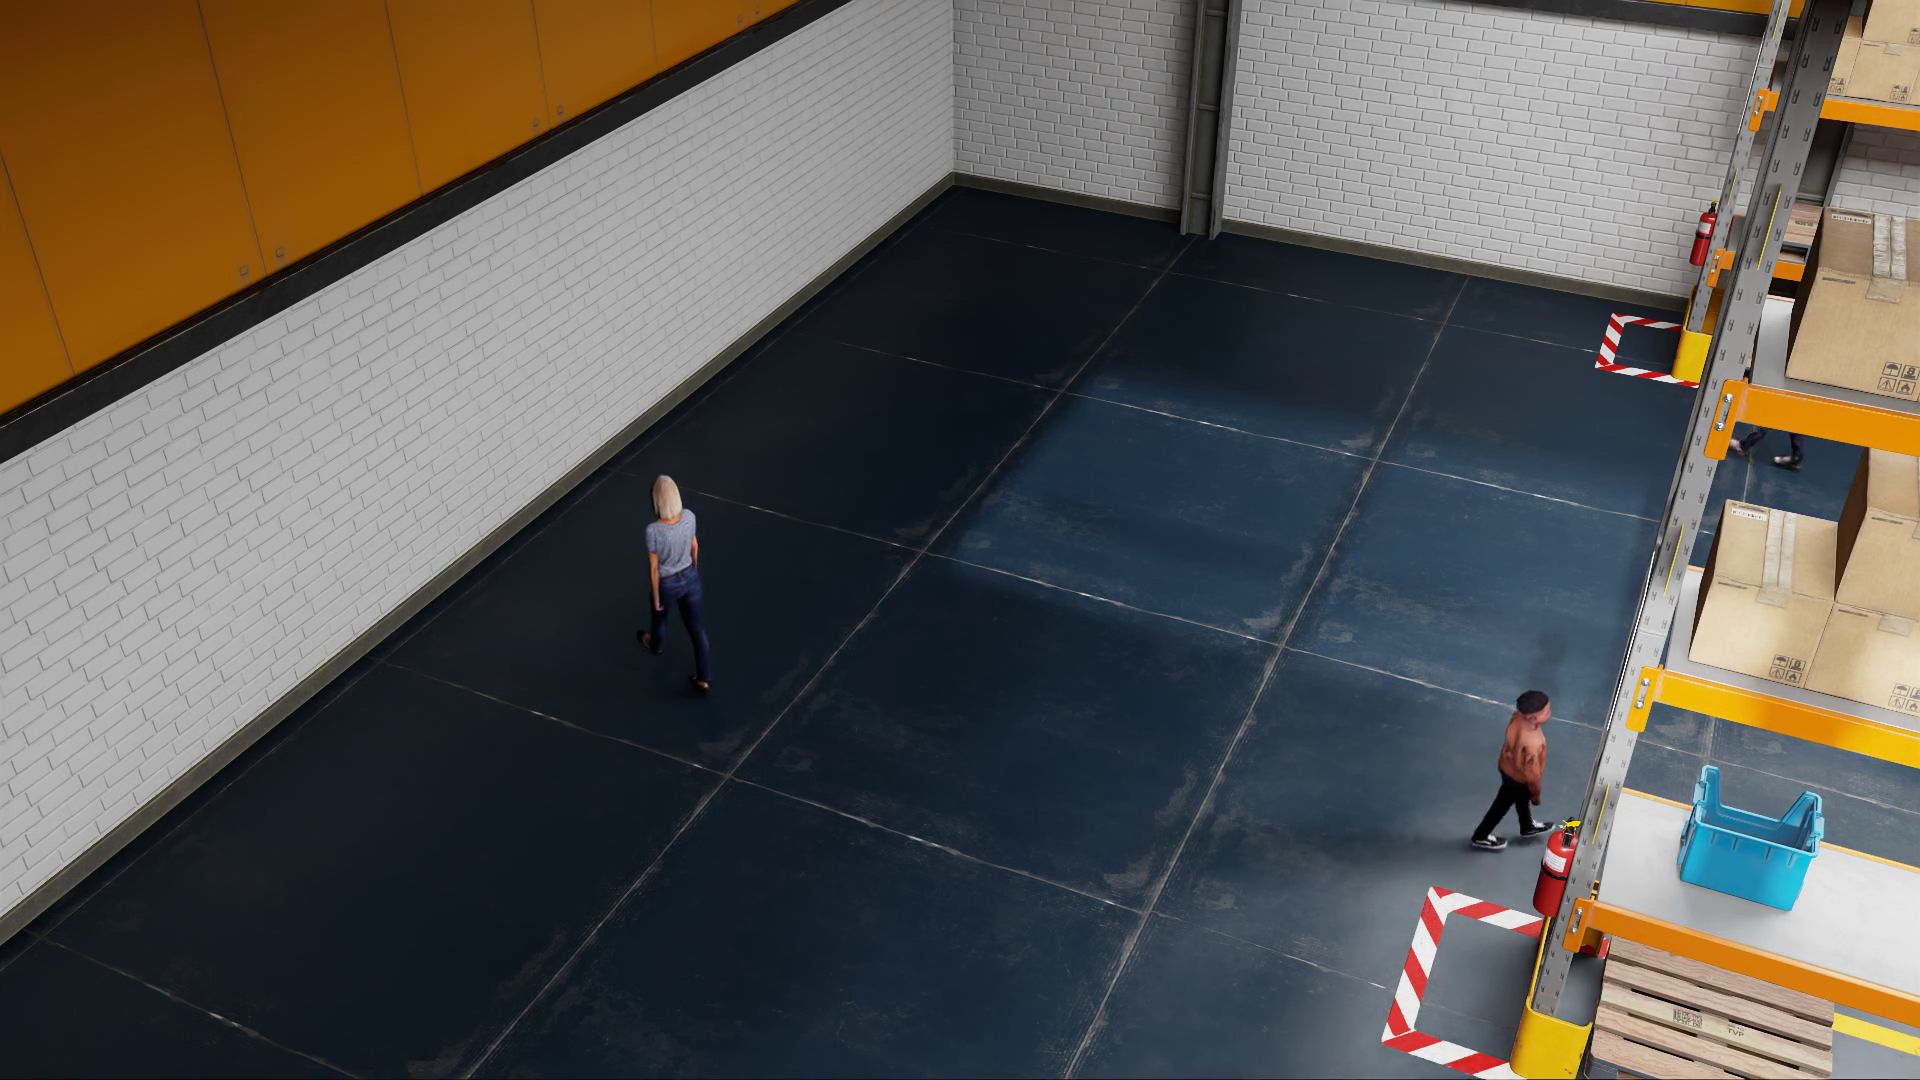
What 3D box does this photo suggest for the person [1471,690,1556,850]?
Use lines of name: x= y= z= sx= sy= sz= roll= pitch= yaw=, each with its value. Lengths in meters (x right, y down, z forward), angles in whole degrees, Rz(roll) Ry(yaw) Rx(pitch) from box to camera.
person: x=3.403 y=1.447 z=10.370 sx=0.863 sy=1.235 sz=0.721 roll=0 pitch=34 yaw=0

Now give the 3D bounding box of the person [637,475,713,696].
person: x=-1.934 y=0.357 z=11.603 sx=0.929 sy=1.684 sz=1.141 roll=-23 pitch=40 yaw=-31
